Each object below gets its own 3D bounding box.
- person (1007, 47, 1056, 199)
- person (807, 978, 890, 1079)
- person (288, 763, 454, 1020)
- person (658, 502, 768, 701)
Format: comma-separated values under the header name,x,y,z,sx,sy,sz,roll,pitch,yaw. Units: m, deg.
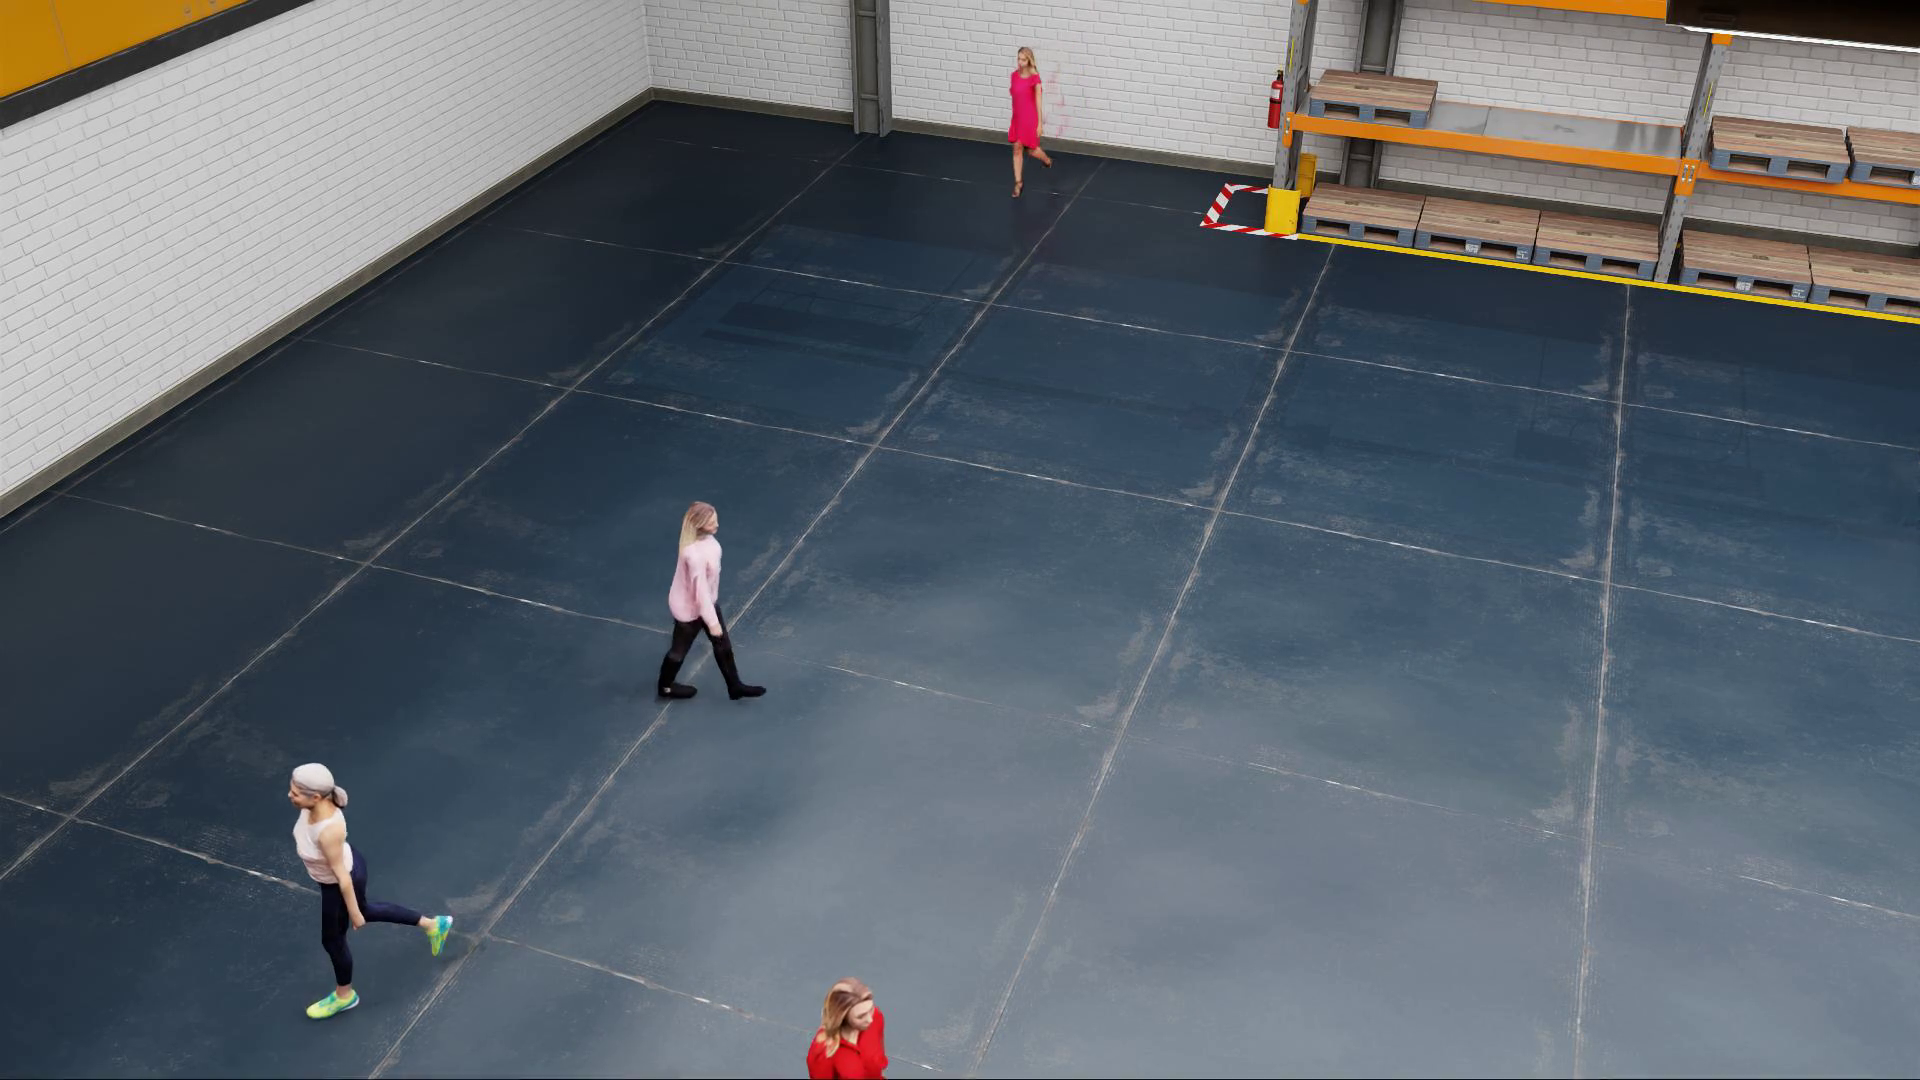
name,x,y,z,sx,sy,sz,roll,pitch,yaw
person,0.797,-4.706,18.633,0.917,1.696,0.810,25,41,32
person,-0.563,2.595,7.654,1.017,1.691,0.850,29,43,36
person,-3.196,1.804,8.851,1.118,1.684,1.058,-15,37,-22
person,-1.833,0.426,10.971,1.056,1.631,0.788,-1,34,-2
